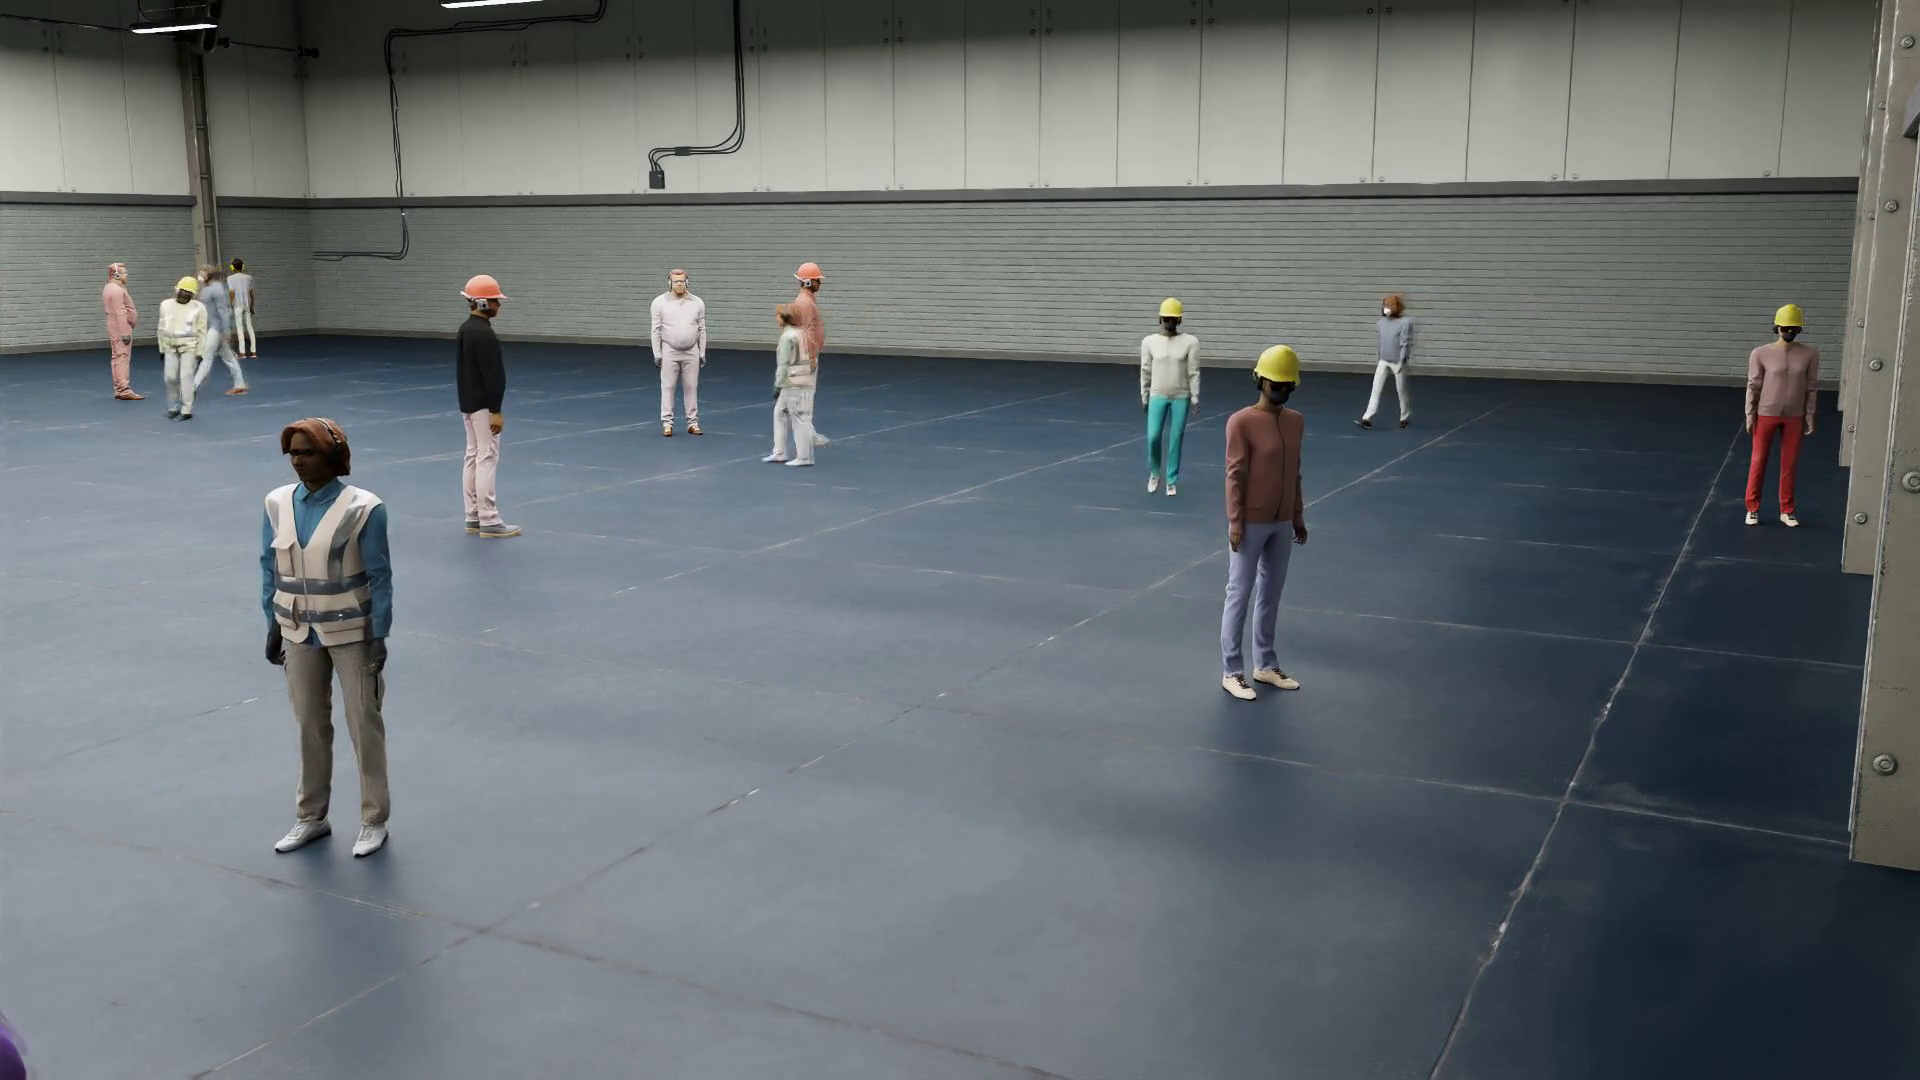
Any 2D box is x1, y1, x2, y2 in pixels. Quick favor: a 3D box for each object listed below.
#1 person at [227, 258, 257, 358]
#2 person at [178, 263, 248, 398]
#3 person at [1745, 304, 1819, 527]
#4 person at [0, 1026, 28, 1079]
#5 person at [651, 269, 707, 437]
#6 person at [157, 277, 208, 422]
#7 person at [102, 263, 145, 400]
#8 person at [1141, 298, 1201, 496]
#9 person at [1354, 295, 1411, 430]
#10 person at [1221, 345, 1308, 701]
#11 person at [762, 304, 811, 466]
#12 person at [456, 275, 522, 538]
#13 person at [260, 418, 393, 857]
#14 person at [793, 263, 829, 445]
[{"bbox_3d":[-13.536,-4.364,31.319,0.317,1.865,0.523,7,13,35],"label":"person"},{"bbox_3d":[-10.654,-2.956,23.563,1.023,1.887,0.655,-8,13,-36],"label":"person"},{"bbox_3d":[6.481,-0.975,13.135,0.523,1.761,0.333,1,10,8],"label":"person"},{"bbox_3d":[-1.204,1.028,1.731,0.558,1.933,0.375,4,11,23],"label":"person"},{"bbox_3d":[-3.215,-2.144,19.105,0.641,1.908,0.407,-5,11,-23],"label":"person"},{"bbox_3d":[-9.643,-2.356,20.611,0.621,1.785,0.450,1,10,4],"label":"person"},{"bbox_3d":[-11.737,-2.918,23.317,0.406,1.911,0.639,-8,13,-36],"label":"person"},{"bbox_3d":[1.852,-1.250,14.663,0.528,1.752,0.397,1,10,7],"label":"person"},{"bbox_3d":[5.052,-2.073,19.585,0.859,1.587,0.507,-9,14,-42],"label":"person"},{"bbox_3d":[1.536,-0.089,8.304,0.523,1.760,0.328,-8,13,-36],"label":"person"},{"bbox_3d":[-1.778,-1.533,16.528,0.645,1.613,0.547,1,10,4],"label":"person"},{"bbox_3d":[-3.636,-1.021,12.736,0.395,1.994,0.613,-7,12,-34],"label":"person"},{"bbox_3d":[-2.342,0.360,6.172,0.512,1.642,0.312,2,11,11],"label":"person"},{"bbox_3d":[-1.663,-2.053,18.366,0.377,1.995,0.612,-2,11,-11],"label":"person"}]
